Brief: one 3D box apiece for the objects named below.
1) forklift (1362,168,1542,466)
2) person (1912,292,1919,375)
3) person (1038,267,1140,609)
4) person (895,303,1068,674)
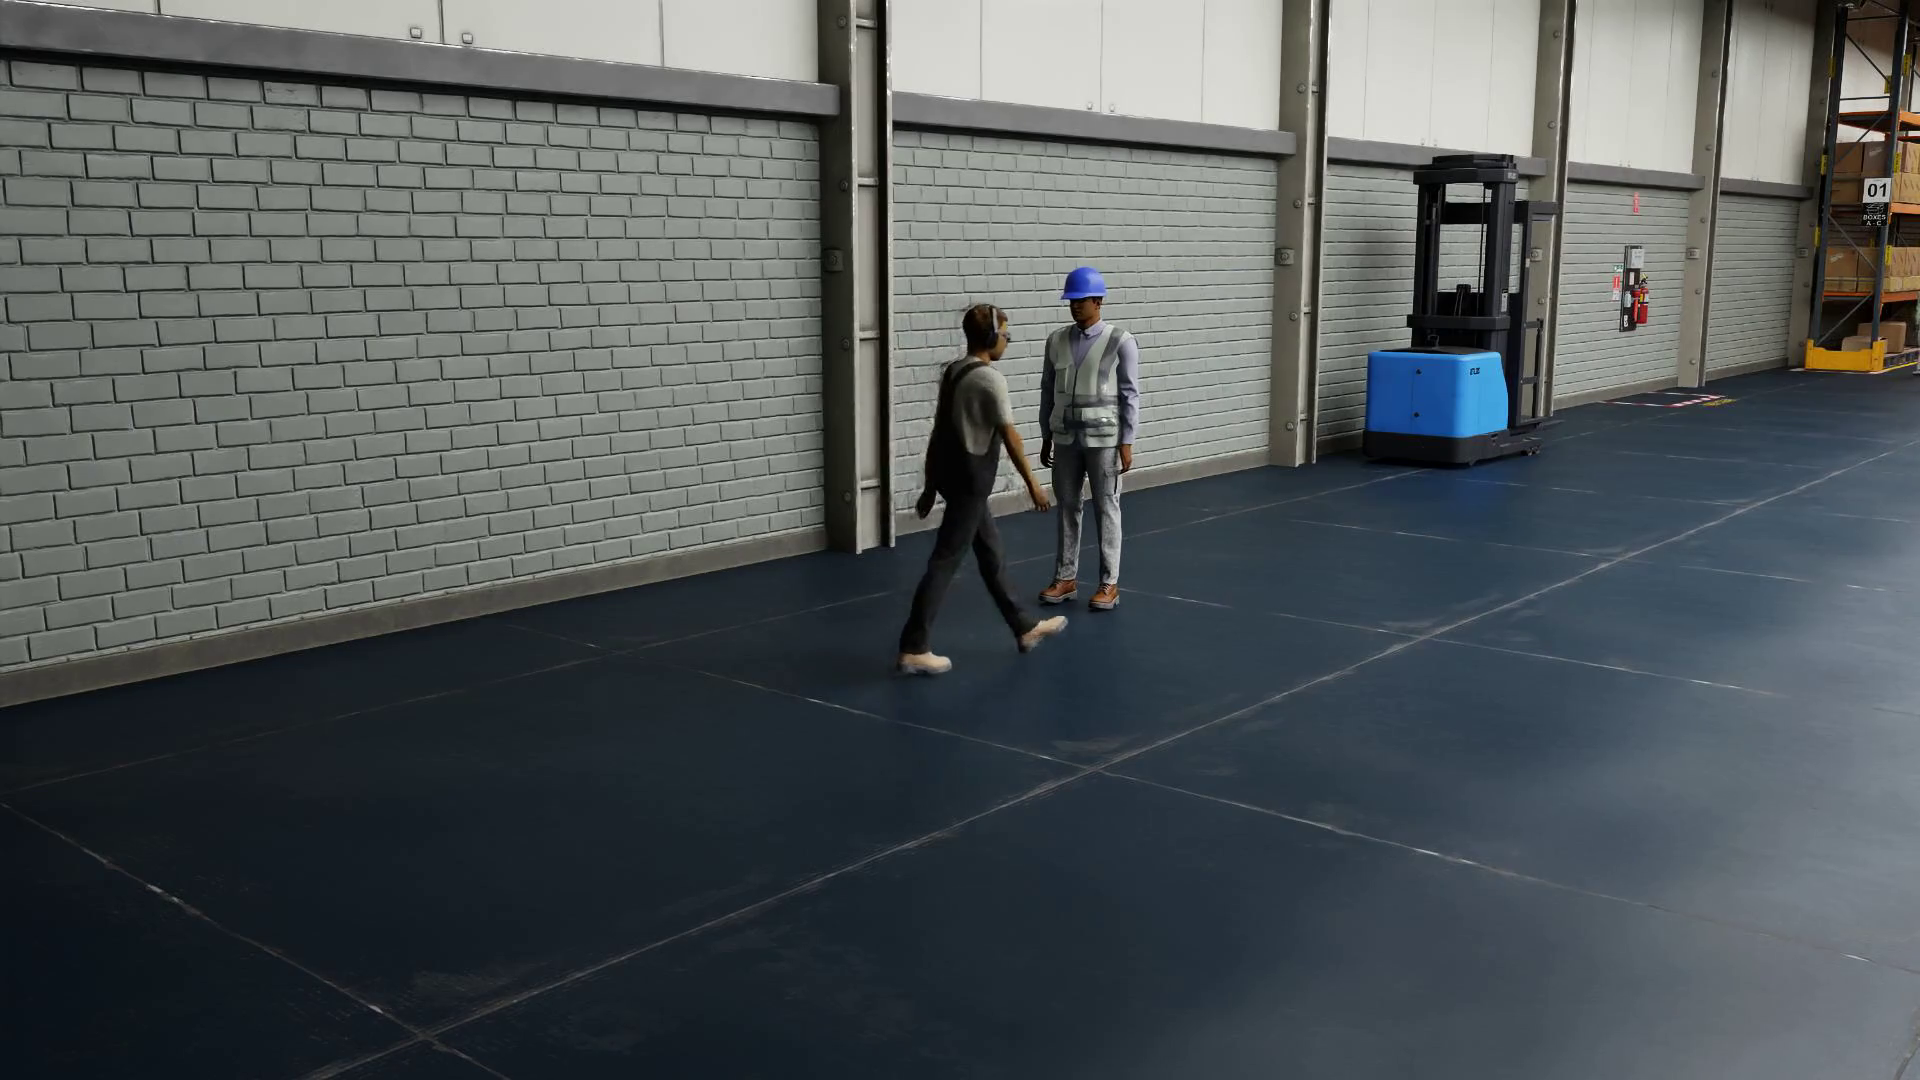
[{"bbox_3d":[4.875,-2.212,16.287,1.129,2.768,1.873,8,13,40],"label":"forklift"},{"bbox_3d":[15.756,-3.494,26.999,0.523,1.637,0.310,1,10,4],"label":"person"},{"bbox_3d":[0.723,-0.582,9.538,0.618,1.945,0.394,6,12,32],"label":"person"},{"bbox_3d":[0.093,-0.254,8.143,1.021,1.778,0.510,-4,11,-22],"label":"person"}]
